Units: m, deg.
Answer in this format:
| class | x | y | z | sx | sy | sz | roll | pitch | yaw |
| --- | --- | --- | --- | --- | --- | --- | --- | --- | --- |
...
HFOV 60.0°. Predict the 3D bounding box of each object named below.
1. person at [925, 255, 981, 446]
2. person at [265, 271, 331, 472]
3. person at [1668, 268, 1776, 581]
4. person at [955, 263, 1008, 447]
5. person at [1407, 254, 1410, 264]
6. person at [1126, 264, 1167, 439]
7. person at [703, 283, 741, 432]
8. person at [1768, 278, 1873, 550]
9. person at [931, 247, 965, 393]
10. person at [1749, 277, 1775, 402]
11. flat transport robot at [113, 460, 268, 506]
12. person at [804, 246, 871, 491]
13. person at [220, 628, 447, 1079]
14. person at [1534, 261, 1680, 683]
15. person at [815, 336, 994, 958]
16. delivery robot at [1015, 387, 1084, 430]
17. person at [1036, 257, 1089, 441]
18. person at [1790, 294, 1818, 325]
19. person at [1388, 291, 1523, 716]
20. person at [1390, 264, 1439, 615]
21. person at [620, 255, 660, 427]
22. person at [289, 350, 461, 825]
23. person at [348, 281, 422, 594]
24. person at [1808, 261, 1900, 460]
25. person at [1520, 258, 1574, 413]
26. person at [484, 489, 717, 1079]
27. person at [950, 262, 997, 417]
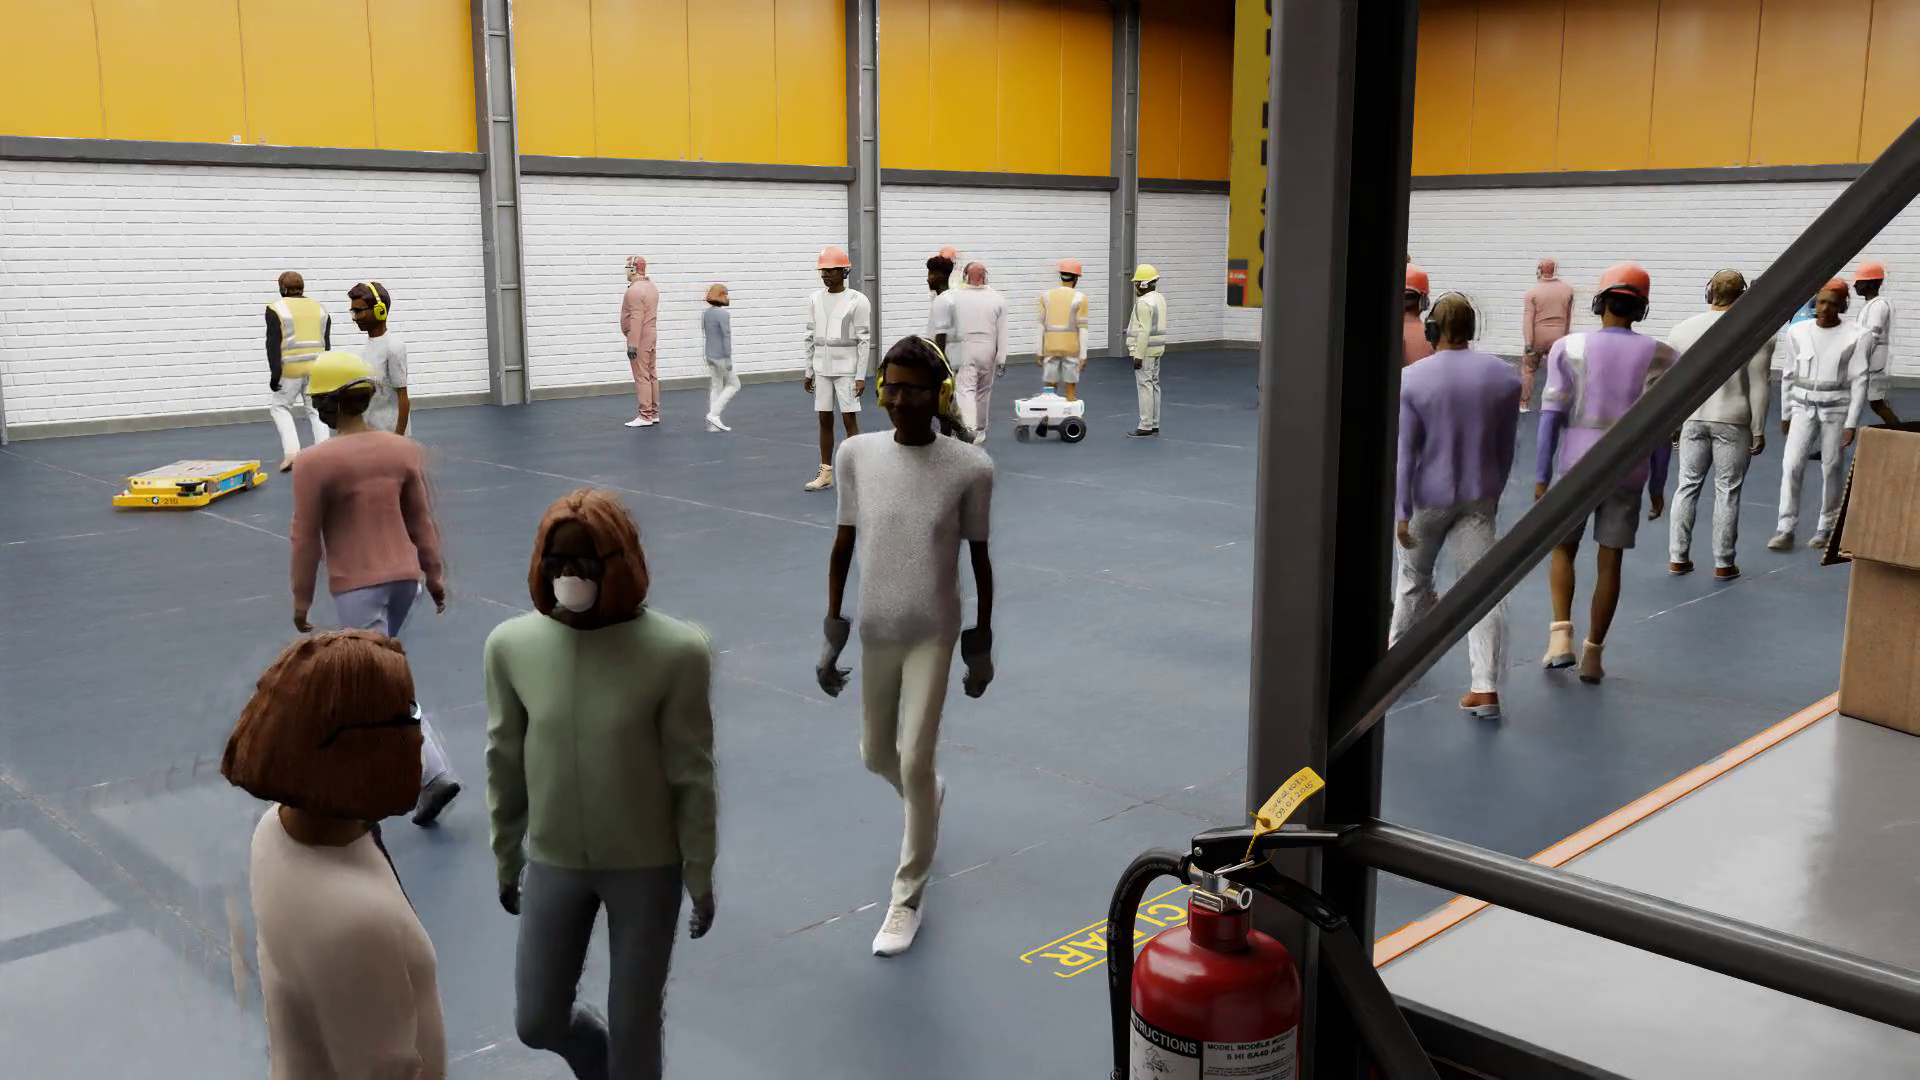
| class | x | y | z | sx | sy | sz | roll | pitch | yaw |
| --- | --- | --- | --- | --- | --- | --- | --- | --- | --- |
| person | -0.117 | -1.638 | 15.316 | 0.503 | 1.954 | 0.639 | 2 | 11 | 11 |
| person | -5.967 | -1.516 | 15.066 | 0.459 | 1.813 | 0.643 | 8 | 13 | 36 |
| person | 4.695 | -0.711 | 10.342 | 0.622 | 1.932 | 0.368 | 10 | 14 | 43 |
| person | 0.146 | -1.856 | 16.788 | 0.654 | 1.858 | 1.027 | -1 | 10 | -3 |
| person | 5.551 | -2.700 | 21.161 | 0.371 | 1.934 | 0.627 | -5 | 12 | -26 |
| person | 1.957 | -1.985 | 17.545 | 0.404 | 1.828 | 0.602 | 5 | 11 | 25 |
| person | -2.584 | -1.967 | 18.013 | 0.344 | 1.617 | 0.516 | -8 | 13 | -37 |
| person | 5.778 | -0.829 | 11.179 | 0.827 | 1.844 | 0.585 | -10 | 14 | -43 |
| person | -0.205 | -2.940 | 22.366 | 0.654 | 1.964 | 0.837 | 6 | 12 | 30 |
| person | 9.805 | -2.400 | 20.372 | 0.430 | 1.626 | 0.517 | -4 | 11 | -22 |
| flat transport robot | -6.258 | -0.478 | 13.580 | 0.652 | 0.197 | 1.431 | 0 | 10 | -2 |
| person | -1.034 | -1.402 | 13.783 | 0.608 | 2.044 | 0.372 | 5 | 12 | 27 |
| person | -0.886 | 0.913 | 2.352 | 0.735 | 1.608 | 0.509 | -6 | 12 | -29 |
| person | 3.099 | -0.325 | 8.009 | 0.624 | 2.008 | 0.535 | 3 | 11 | 15 |
| person | -0.146 | 0.278 | 5.173 | 0.533 | 1.848 | 0.785 | 3 | 11 | 16 |
| delivery robot | 0.925 | -1.346 | 17.285 | 0.707 | 0.478 | 0.477 | 0 | 10 | -1 |
| person | 1.058 | -1.969 | 17.233 | 0.564 | 1.911 | 0.559 | 5 | 11 | 25 |
| person | 11.331 | -2.791 | 22.303 | 0.317 | 1.695 | 0.540 | -3 | 11 | -16 |
| person | 2.227 | -0.174 | 7.557 | 0.633 | 1.892 | 1.038 | 0 | 10 | -2 |
| person | 2.522 | -0.561 | 9.393 | 0.656 | 1.963 | 0.817 | 5 | 11 | 23 |
| person | -3.597 | -2.223 | 18.635 | 0.403 | 1.906 | 0.651 | 2 | 11 | 8 |
| person | -2.135 | 0.162 | 6.139 | 0.857 | 1.724 | 0.538 | 6 | 12 | 32 |
| person | -3.400 | -0.578 | 9.785 | 0.328 | 1.865 | 0.518 | -8 | 13 | -39 |
| person | 8.556 | -1.658 | 15.599 | 0.959 | 1.902 | 0.558 | 2 | 11 | 12 |
| person | 6.973 | -2.399 | 19.712 | 0.647 | 1.869 | 0.942 | -1 | 10 | -7 |
| person | -0.751 | 0.685 | 3.551 | 0.510 | 1.618 | 0.445 | 1 | 10 | 5 |
| person | 0.136 | -2.298 | 19.273 | 0.653 | 1.821 | 0.584 | -1 | 10 | -3 |
